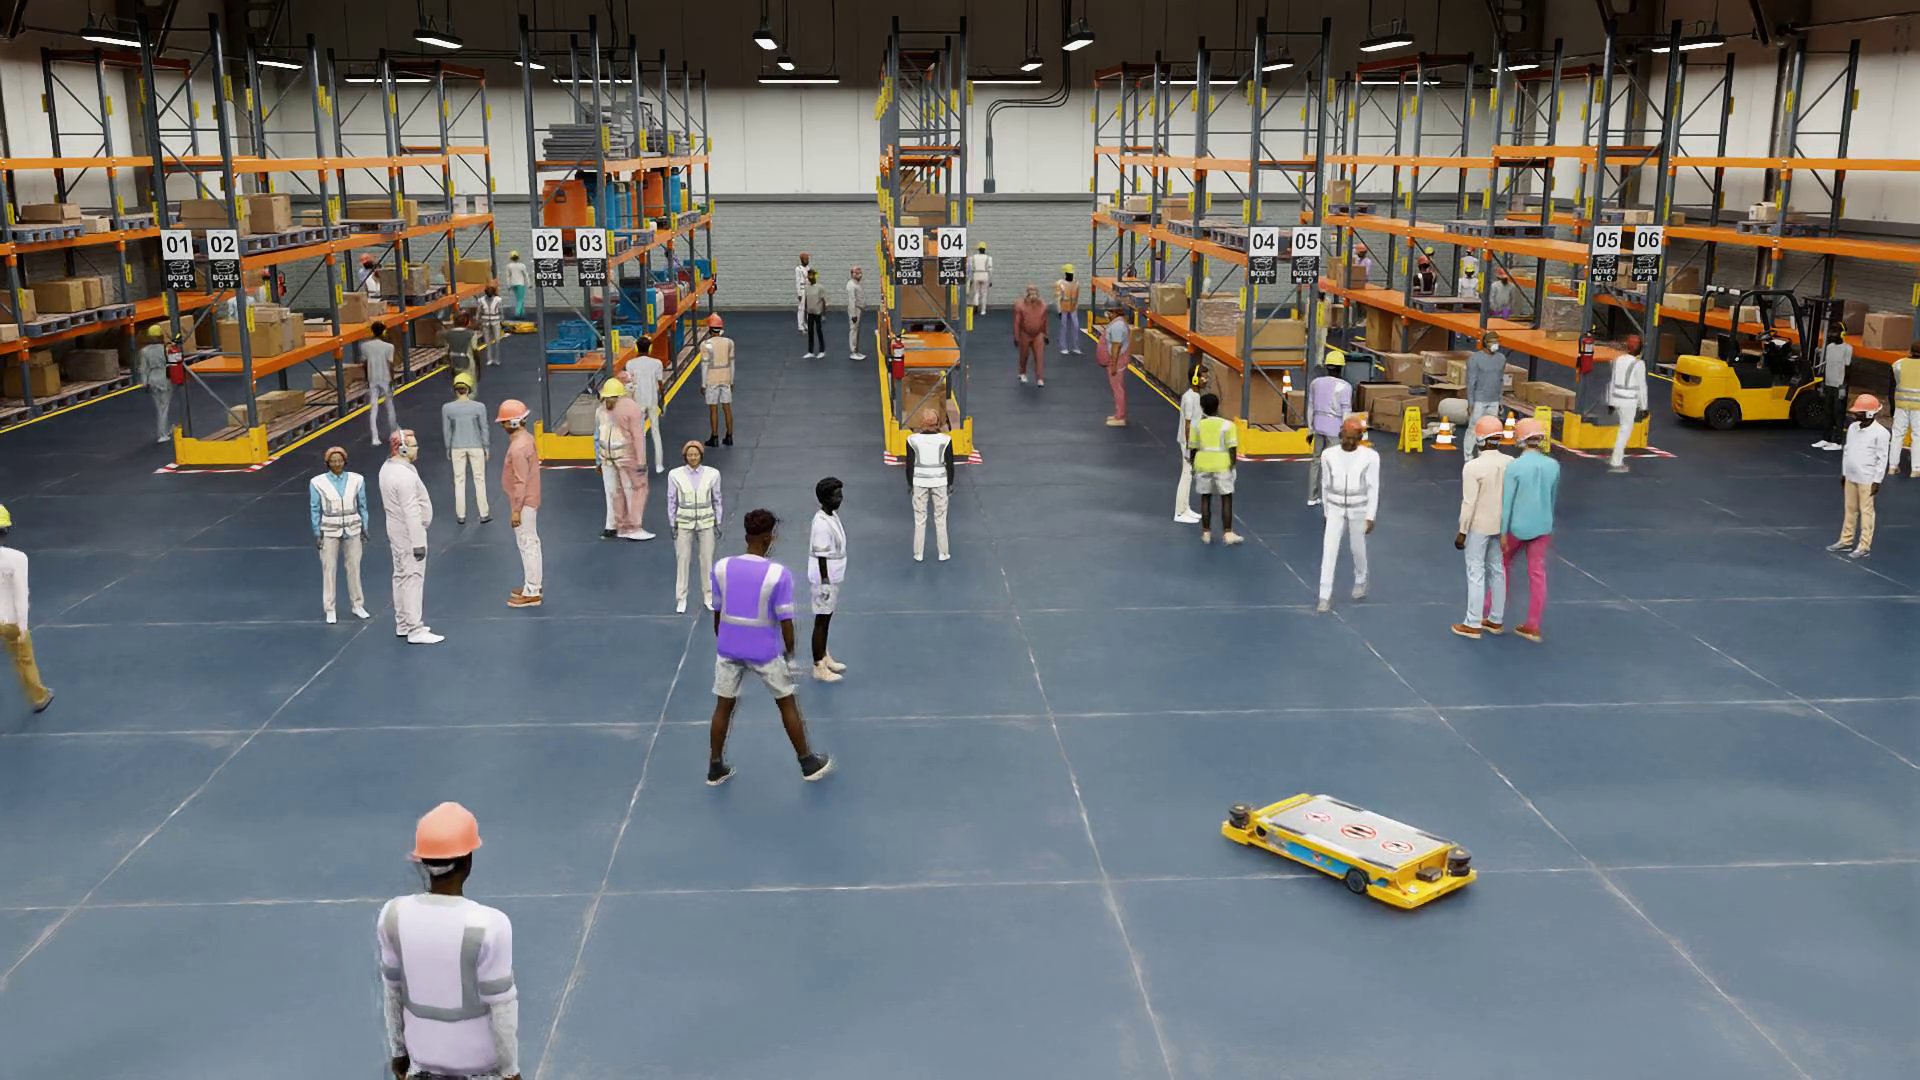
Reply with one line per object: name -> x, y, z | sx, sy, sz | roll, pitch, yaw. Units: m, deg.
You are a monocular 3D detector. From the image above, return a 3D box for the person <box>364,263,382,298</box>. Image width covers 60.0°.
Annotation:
person -> -12.868, -5.213, 36.825 | 0.593, 1.815, 0.751 | -3, 14, -14

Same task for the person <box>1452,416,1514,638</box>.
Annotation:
person -> 4.683, -0.119, 14.870 | 0.616, 1.993, 0.395 | -6, 15, -25

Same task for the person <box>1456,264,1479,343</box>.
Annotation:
person -> 11.401, -5.315, 37.374 | 0.525, 1.769, 0.313 | -1, 13, -3

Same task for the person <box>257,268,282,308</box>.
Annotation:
person -> -13.498, -4.316, 32.601 | 0.615, 2.017, 0.542 | 7, 15, 26

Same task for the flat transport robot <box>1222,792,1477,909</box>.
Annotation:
flat transport robot -> 2.364, 1.855, 10.201 | 0.652, 0.197, 1.431 | -11, 17, -39

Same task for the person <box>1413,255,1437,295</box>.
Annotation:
person -> 9.962, -5.106, 35.891 | 0.605, 2.045, 0.378 | -7, 15, -28

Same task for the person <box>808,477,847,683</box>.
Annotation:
person -> -1.087, 0.311, 13.679 | 0.319, 1.698, 0.539 | 1, 13, 4

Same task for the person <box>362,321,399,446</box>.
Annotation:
person -> -8.593, -2.333, 24.654 | 0.506, 1.814, 1.017 | -1, 13, -6

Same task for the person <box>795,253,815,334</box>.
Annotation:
person -> -3.658, -5.808, 39.214 | 0.355, 1.882, 0.576 | 6, 15, 25

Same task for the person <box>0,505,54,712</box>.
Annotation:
person -> -7.216, 0.592, 12.484 | 0.528, 1.705, 0.964 | -3, 14, -11

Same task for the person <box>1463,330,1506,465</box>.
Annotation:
person -> 7.039, -1.844, 22.298 | 0.629, 1.940, 0.379 | -6, 15, -25

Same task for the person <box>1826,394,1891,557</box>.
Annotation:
person -> 9.645, -0.692, 17.818 | 0.339, 1.748, 0.563 | -3, 14, -11

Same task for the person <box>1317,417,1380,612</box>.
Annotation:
person -> 3.722, -0.284, 15.892 | 0.576, 1.848, 0.912 | 5, 14, 21

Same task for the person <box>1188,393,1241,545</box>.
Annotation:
person -> 2.807, -0.788, 18.392 | 0.618, 1.662, 0.392 | 5, 14, 21

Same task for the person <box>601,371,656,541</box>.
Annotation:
person -> -3.705, -0.933, 18.540 | 0.660, 1.896, 0.395 | 11, 17, 38

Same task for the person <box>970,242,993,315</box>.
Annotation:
person -> 0.562, -6.844, 43.533 | 0.612, 1.909, 0.462 | 3, 14, 11

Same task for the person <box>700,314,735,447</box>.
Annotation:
person -> -3.565, -2.332, 24.376 | 0.552, 1.934, 0.373 | -10, 16, -36

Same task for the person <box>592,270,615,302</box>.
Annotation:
person -> -8.178, -5.577, 38.122 | 0.624, 1.946, 1.038 | 3, 14, 13

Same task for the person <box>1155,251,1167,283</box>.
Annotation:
person -> 5.276, -6.847, 44.147 | 0.509, 1.631, 0.266 | 10, 17, 36

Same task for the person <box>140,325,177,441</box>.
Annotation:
person -> -11.969, -2.372, 25.029 | 0.494, 1.709, 0.816 | 1, 13, 5

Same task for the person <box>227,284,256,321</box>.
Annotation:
person -> -14.090, -4.218, 32.756 | 0.346, 1.746, 0.573 | 12, 18, 42

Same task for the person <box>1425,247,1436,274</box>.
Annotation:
person -> 12.323, -6.812, 43.738 | 0.355, 1.755, 0.518 | 10, 16, 36

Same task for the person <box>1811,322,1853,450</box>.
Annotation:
person -> 12.672, -2.227, 24.104 | 0.327, 1.861, 0.501 | -3, 14, -13

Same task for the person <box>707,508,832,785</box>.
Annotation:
person -> -1.339, 0.739, 11.419 | 0.779, 1.925, 0.538 | 4, 14, 16

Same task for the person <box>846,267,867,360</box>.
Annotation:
person -> -2.136, -4.698, 34.457 | 0.409, 1.907, 0.651 | 1, 13, 5

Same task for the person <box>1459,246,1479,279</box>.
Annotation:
person -> 13.620, -6.994, 44.511 | 0.562, 1.752, 0.327 | 13, 18, 43

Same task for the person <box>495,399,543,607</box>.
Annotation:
person -> -4.191, -0.360, 15.894 | 0.382, 1.993, 0.609 | -2, 13, -7

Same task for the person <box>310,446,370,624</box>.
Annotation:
person -> -5.718, -0.058, 15.369 | 0.514, 1.642, 0.314 | -9, 16, -34

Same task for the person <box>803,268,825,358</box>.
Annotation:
person -> -3.040, -4.723, 34.672 | 0.527, 1.875, 0.356 | 8, 15, 29

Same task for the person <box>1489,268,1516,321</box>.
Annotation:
person -> 12.020, -5.196, 36.960 | 0.588, 1.724, 0.666 | 1, 13, 5

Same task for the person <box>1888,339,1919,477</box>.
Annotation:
person -> 12.695, -1.759, 22.149 | 0.429, 1.844, 0.627 | -11, 17, -38

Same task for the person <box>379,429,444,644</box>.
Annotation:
person -> -4.856, -0.034, 14.699 | 0.409, 1.907, 0.651 | -9, 16, -34

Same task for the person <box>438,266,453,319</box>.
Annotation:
person -> -12.291, -5.796, 39.760 | 0.499, 1.605, 0.703 | 4, 14, 18

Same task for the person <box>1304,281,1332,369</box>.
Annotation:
person -> 7.115, -4.273, 33.023 | 0.567, 1.737, 0.471 | -5, 14, -22

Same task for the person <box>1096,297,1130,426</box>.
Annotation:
person -> 2.420, -2.841, 26.301 | 0.535, 2.000, 0.698 | 2, 13, 7

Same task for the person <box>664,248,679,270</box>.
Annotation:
person -> -7.359, -6.569, 42.581 | 0.476, 1.824, 0.674 | -2, 13, -10

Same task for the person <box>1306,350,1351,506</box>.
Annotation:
person -> 4.491, -1.347, 20.222 | 0.378, 1.923, 0.610 | -11, 17, -39

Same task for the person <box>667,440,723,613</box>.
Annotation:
person -> -2.494, -0.132, 15.684 | 0.514, 1.642, 0.314 | -3, 14, -14

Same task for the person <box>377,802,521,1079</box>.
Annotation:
person -> -1.938, 1.937, 6.342 | 0.560, 1.913, 0.771 | 3, 14, 13

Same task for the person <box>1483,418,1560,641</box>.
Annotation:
person -> 5.039, -0.128, 14.974 | 0.635, 1.955, 0.875 | -3, 14, -13

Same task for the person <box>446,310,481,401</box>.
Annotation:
person -> -7.840, -2.717, 26.253 | 0.572, 1.821, 0.733 | 5, 14, 19

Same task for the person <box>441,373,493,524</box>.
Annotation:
person -> -5.730, -1.058, 19.353 | 0.522, 1.763, 0.319 | -2, 13, -8

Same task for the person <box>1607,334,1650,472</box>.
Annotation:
person -> 9.024, -1.830, 22.406 | 0.509, 1.867, 0.581 | -3, 14, -12

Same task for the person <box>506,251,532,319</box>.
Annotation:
person -> -11.283, -6.495, 42.452 | 0.593, 1.729, 0.596 | 2, 13, 7

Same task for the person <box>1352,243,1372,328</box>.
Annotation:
person -> 9.792, -6.213, 40.602 | 0.393, 2.036, 0.617 | -3, 14, -12

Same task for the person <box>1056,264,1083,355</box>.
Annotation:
person -> 2.334, -4.854, 35.124 | 0.601, 1.906, 0.701 | -6, 15, -24

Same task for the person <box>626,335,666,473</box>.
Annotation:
person -> -4.222, -1.818, 22.340 | 0.534, 1.868, 0.309 | -4, 14, -18

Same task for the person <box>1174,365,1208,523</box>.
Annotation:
person -> 2.710, -1.124, 19.432 | 0.334, 1.860, 0.500 | 4, 14, 15

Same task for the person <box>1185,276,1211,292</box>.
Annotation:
person -> 5.174, -5.125, 36.334 | 0.606, 1.881, 0.967 | -1, 13, -6

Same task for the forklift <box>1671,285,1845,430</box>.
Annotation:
forklift -> 12.503, -2.886, 26.166 | 2.313, 2.155, 1.214 | -1, 13, -3

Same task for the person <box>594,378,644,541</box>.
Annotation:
person -> -3.798, -0.890, 18.489 | 0.596, 1.828, 0.403 | 4, 14, 17

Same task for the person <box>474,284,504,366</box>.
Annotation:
person -> -9.478, -4.324, 33.491 | 0.584, 1.623, 0.454 | -2, 13, -10

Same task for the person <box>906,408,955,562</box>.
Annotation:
person -> -0.315, -0.574, 17.550 | 0.515, 1.645, 0.308 | 1, 13, 2

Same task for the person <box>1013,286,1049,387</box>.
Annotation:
person -> 1.318, -3.789, 30.753 | 0.708, 1.847, 1.001 | -3, 14, -11
